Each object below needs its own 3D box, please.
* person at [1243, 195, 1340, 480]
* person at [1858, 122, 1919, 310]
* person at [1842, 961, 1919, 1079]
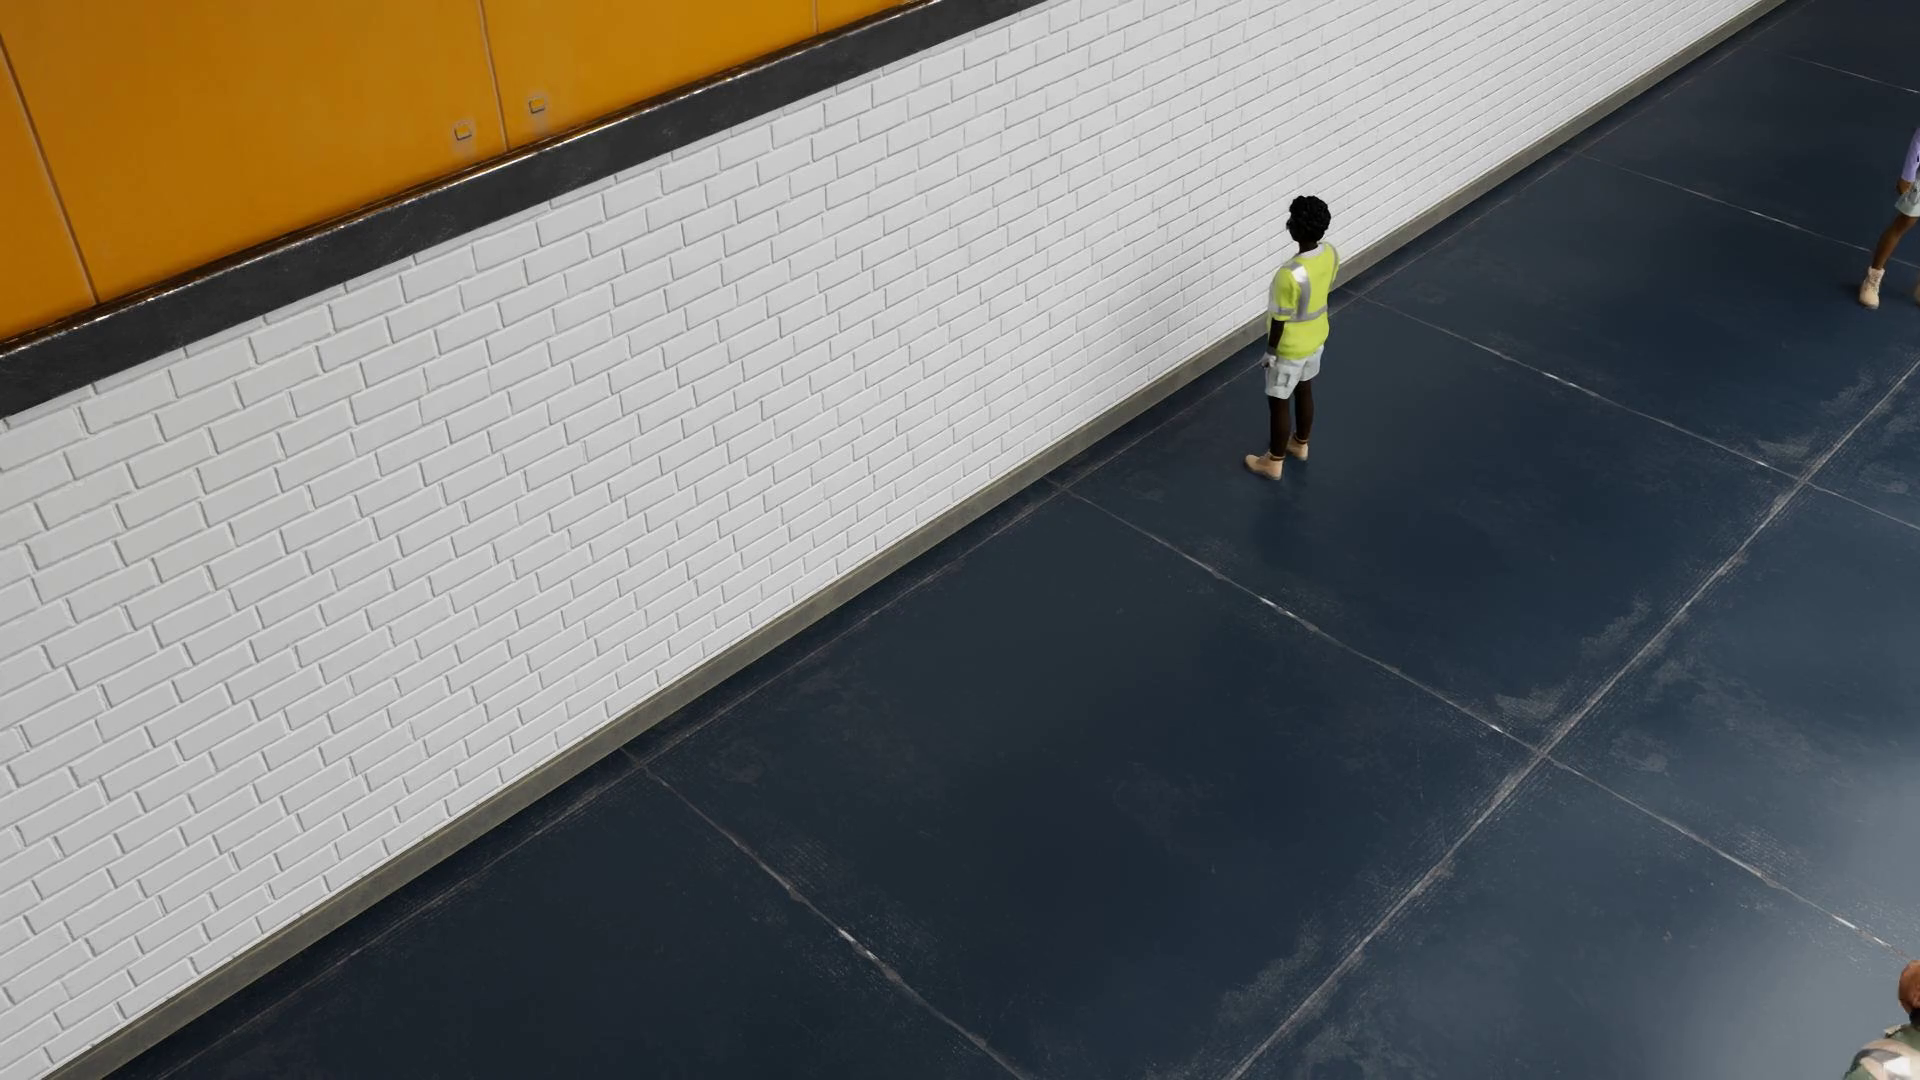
[{"bbox_3d":[1.844,-1.108,9.167,0.321,1.689,0.529,27,46,29],"label":"person"},{"bbox_3d":[6.250,-2.340,10.447,0.657,2.027,0.517,-7,39,-8],"label":"person"},{"bbox_3d":[2.937,1.914,5.434,0.552,1.620,0.428,-17,42,-20],"label":"person"}]
